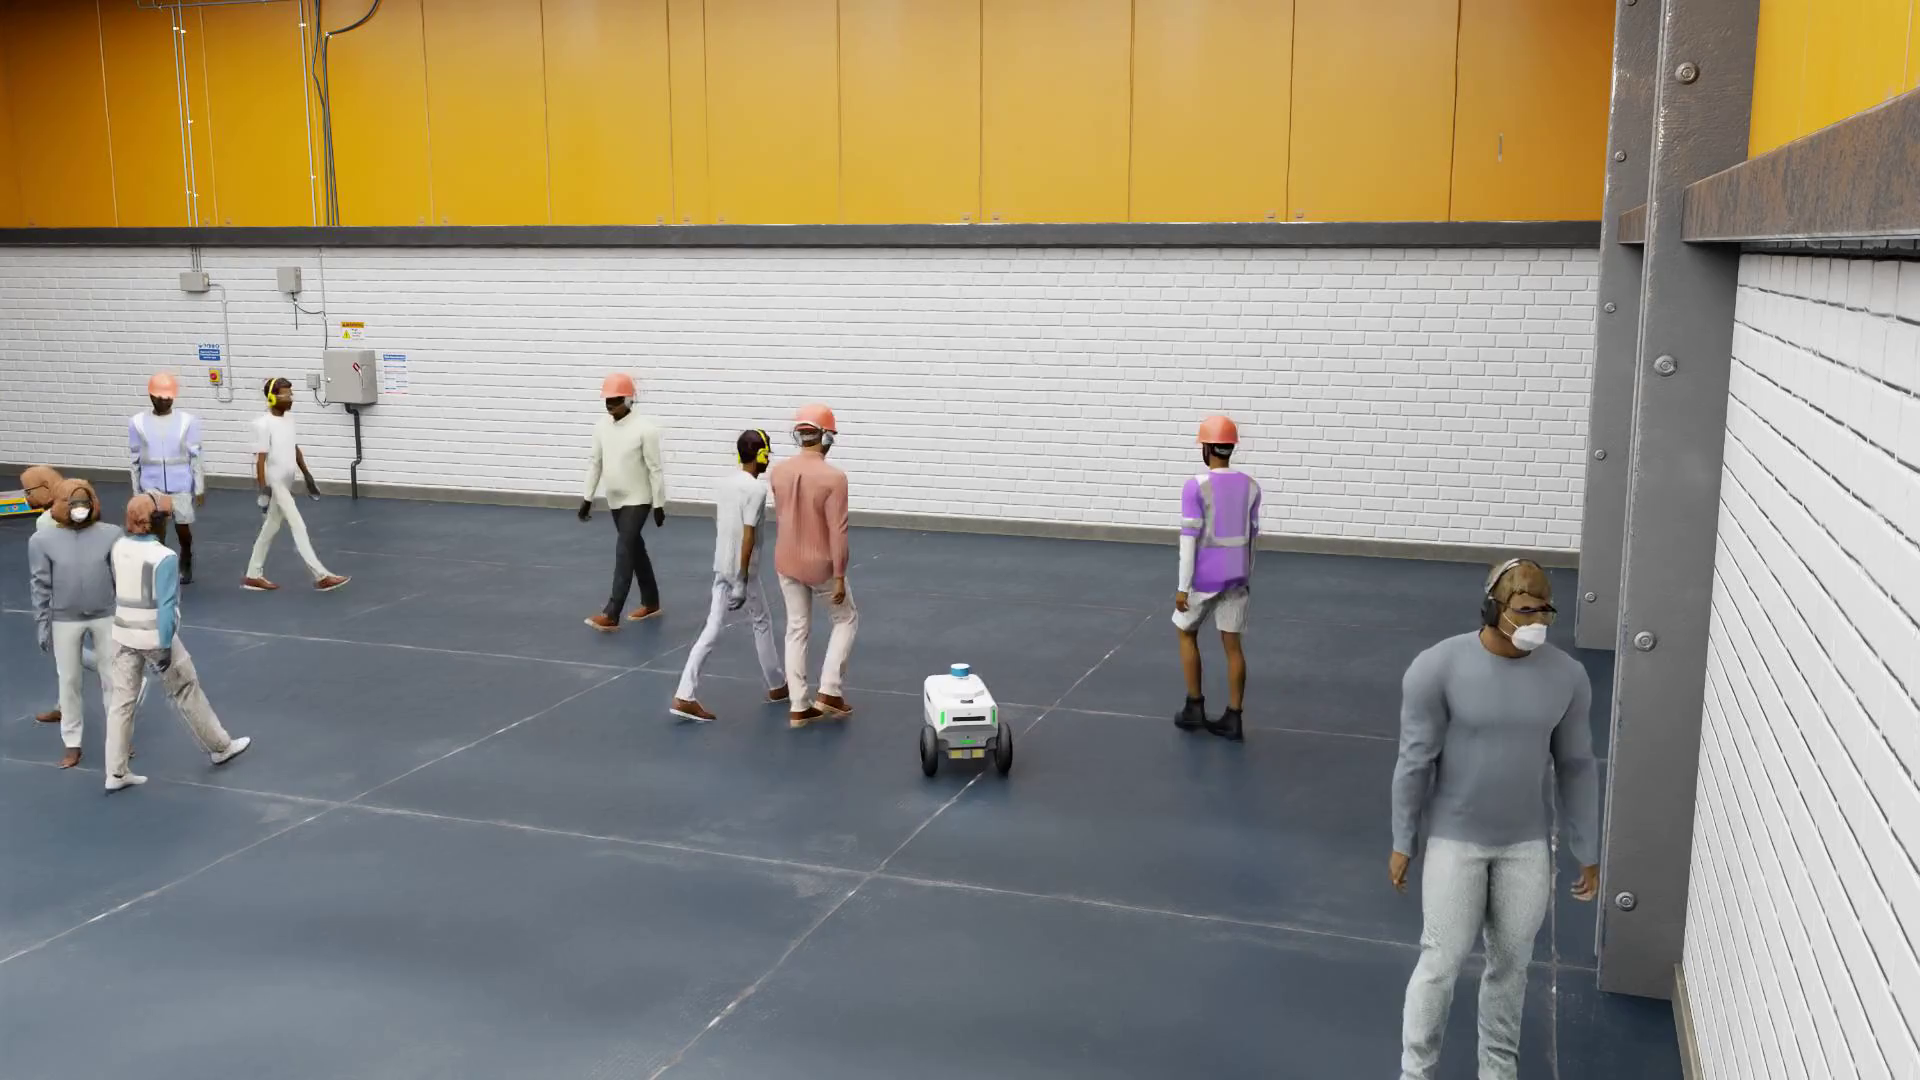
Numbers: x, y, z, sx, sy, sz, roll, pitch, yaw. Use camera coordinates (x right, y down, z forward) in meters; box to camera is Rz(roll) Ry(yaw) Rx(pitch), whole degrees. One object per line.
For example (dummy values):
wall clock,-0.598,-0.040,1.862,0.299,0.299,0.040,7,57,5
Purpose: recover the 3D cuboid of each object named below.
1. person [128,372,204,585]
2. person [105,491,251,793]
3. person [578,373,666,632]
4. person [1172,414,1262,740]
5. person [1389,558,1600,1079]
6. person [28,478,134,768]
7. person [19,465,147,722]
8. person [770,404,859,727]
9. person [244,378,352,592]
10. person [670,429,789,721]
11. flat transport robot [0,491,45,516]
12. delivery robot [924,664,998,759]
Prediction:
person,-6.649,-0.482,13.967,0.549,1.895,0.894,-4,11,-22
person,-4.355,0.529,9.090,0.521,1.596,0.853,5,11,25
person,-2.623,-0.288,12.688,0.619,1.951,0.972,8,13,37
person,1.506,0.217,9.915,0.598,1.921,0.636,-5,11,-26
person,1.757,1.004,5.477,0.664,1.930,0.422,-2,10,-9
person,-4.937,0.460,9.384,0.523,1.633,0.277,-6,12,-32
person,-5.348,0.336,10.143,0.641,1.609,0.536,-2,10,-11
person,-0.877,0.154,10.134,0.623,1.965,0.487,5,11,28
person,-5.661,-0.452,14.020,0.973,1.811,0.537,0,10,1
person,-1.428,0.209,10.390,0.525,1.789,1.051,10,14,43
flat transport robot,-10.316,-0.385,17.973,1.431,0.197,0.652,-9,14,-42
delivery robot,-0.001,0.945,9.420,0.477,0.478,0.707,-1,10,-8
